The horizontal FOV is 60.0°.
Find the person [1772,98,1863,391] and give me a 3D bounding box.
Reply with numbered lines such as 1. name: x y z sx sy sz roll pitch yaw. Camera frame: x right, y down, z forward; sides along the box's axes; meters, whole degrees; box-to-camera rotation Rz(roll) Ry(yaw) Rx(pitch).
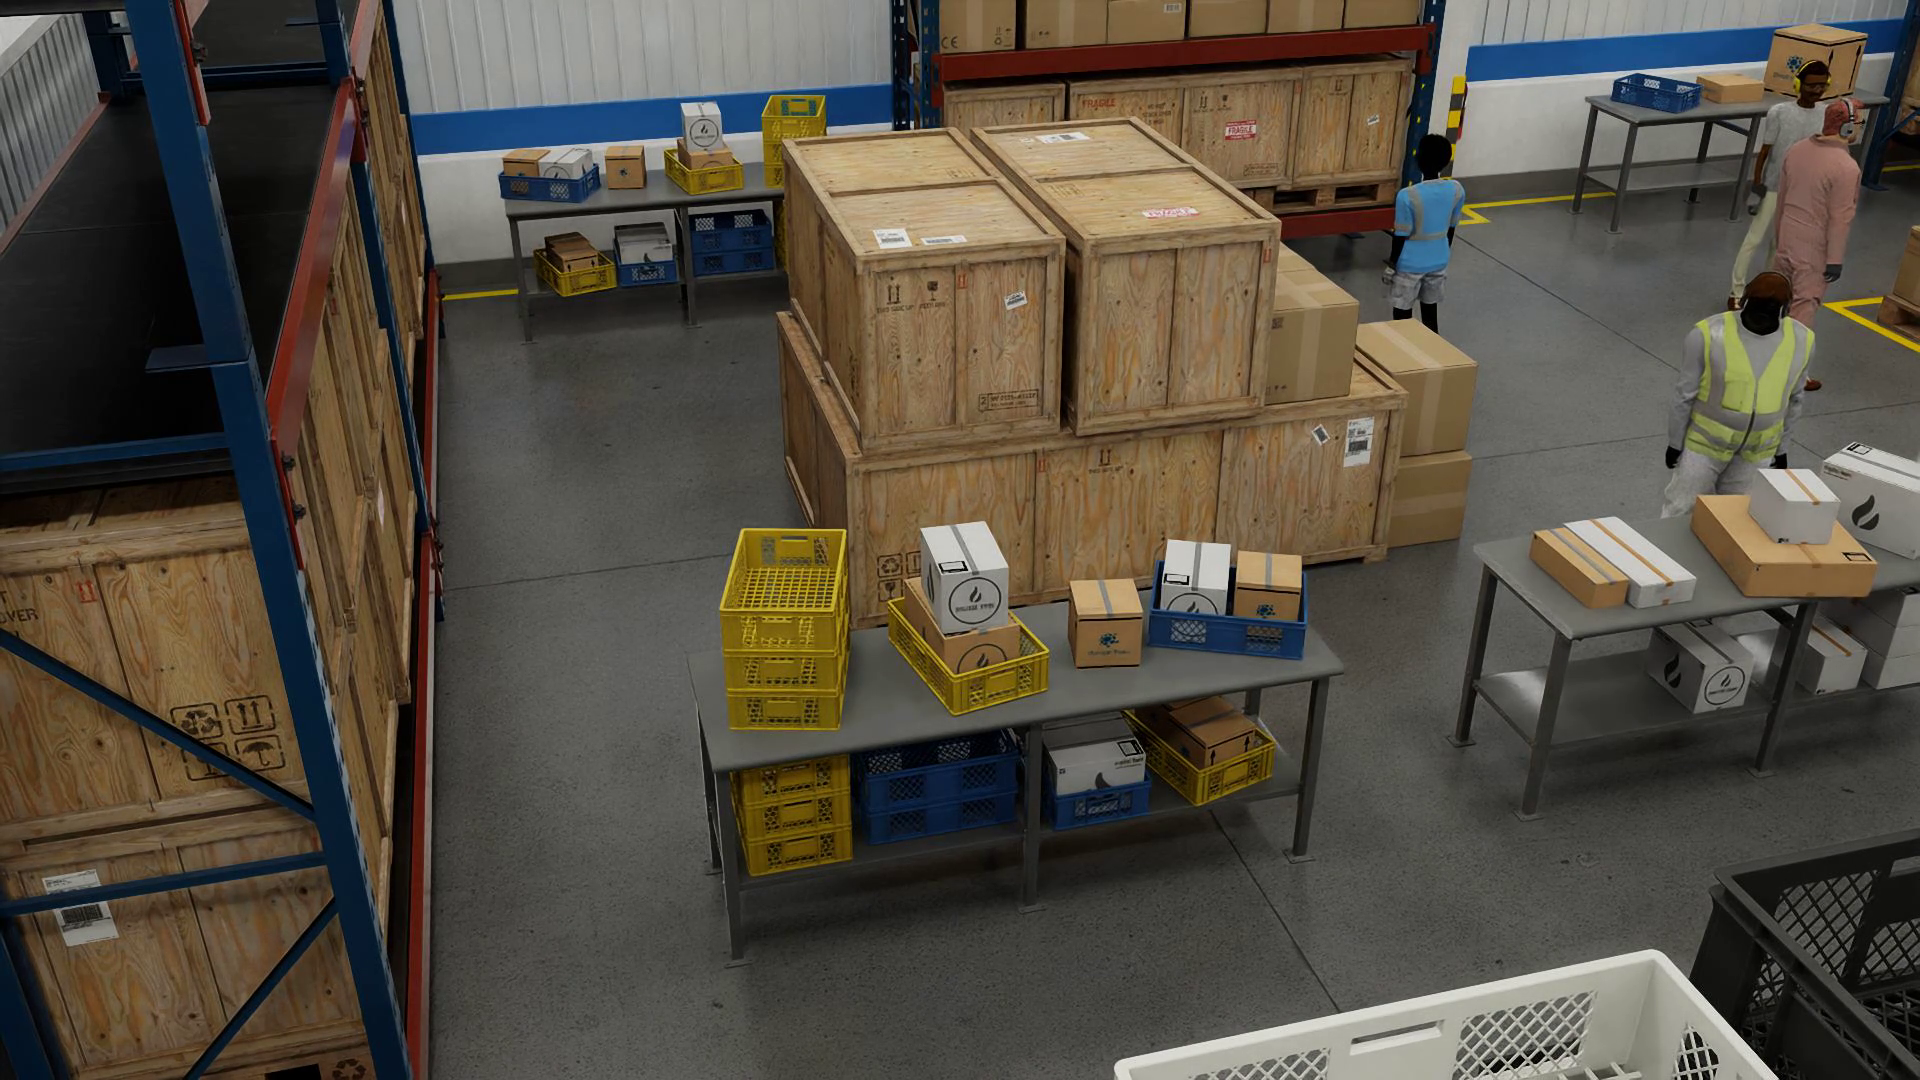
1. person: 5.601 -1.940 10.926 0.406 1.911 0.638 -5 29 -10

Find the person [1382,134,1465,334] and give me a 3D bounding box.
1. person: 3.010 -1.816 10.916 0.539 1.696 0.317 -14 32 -24

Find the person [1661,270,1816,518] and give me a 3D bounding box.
1. person: 3.862 -0.479 8.345 0.623 1.841 0.430 3 29 6

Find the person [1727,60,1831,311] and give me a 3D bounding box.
1. person: 5.973 -2.523 12.032 0.521 1.862 0.336 -1 29 -3
